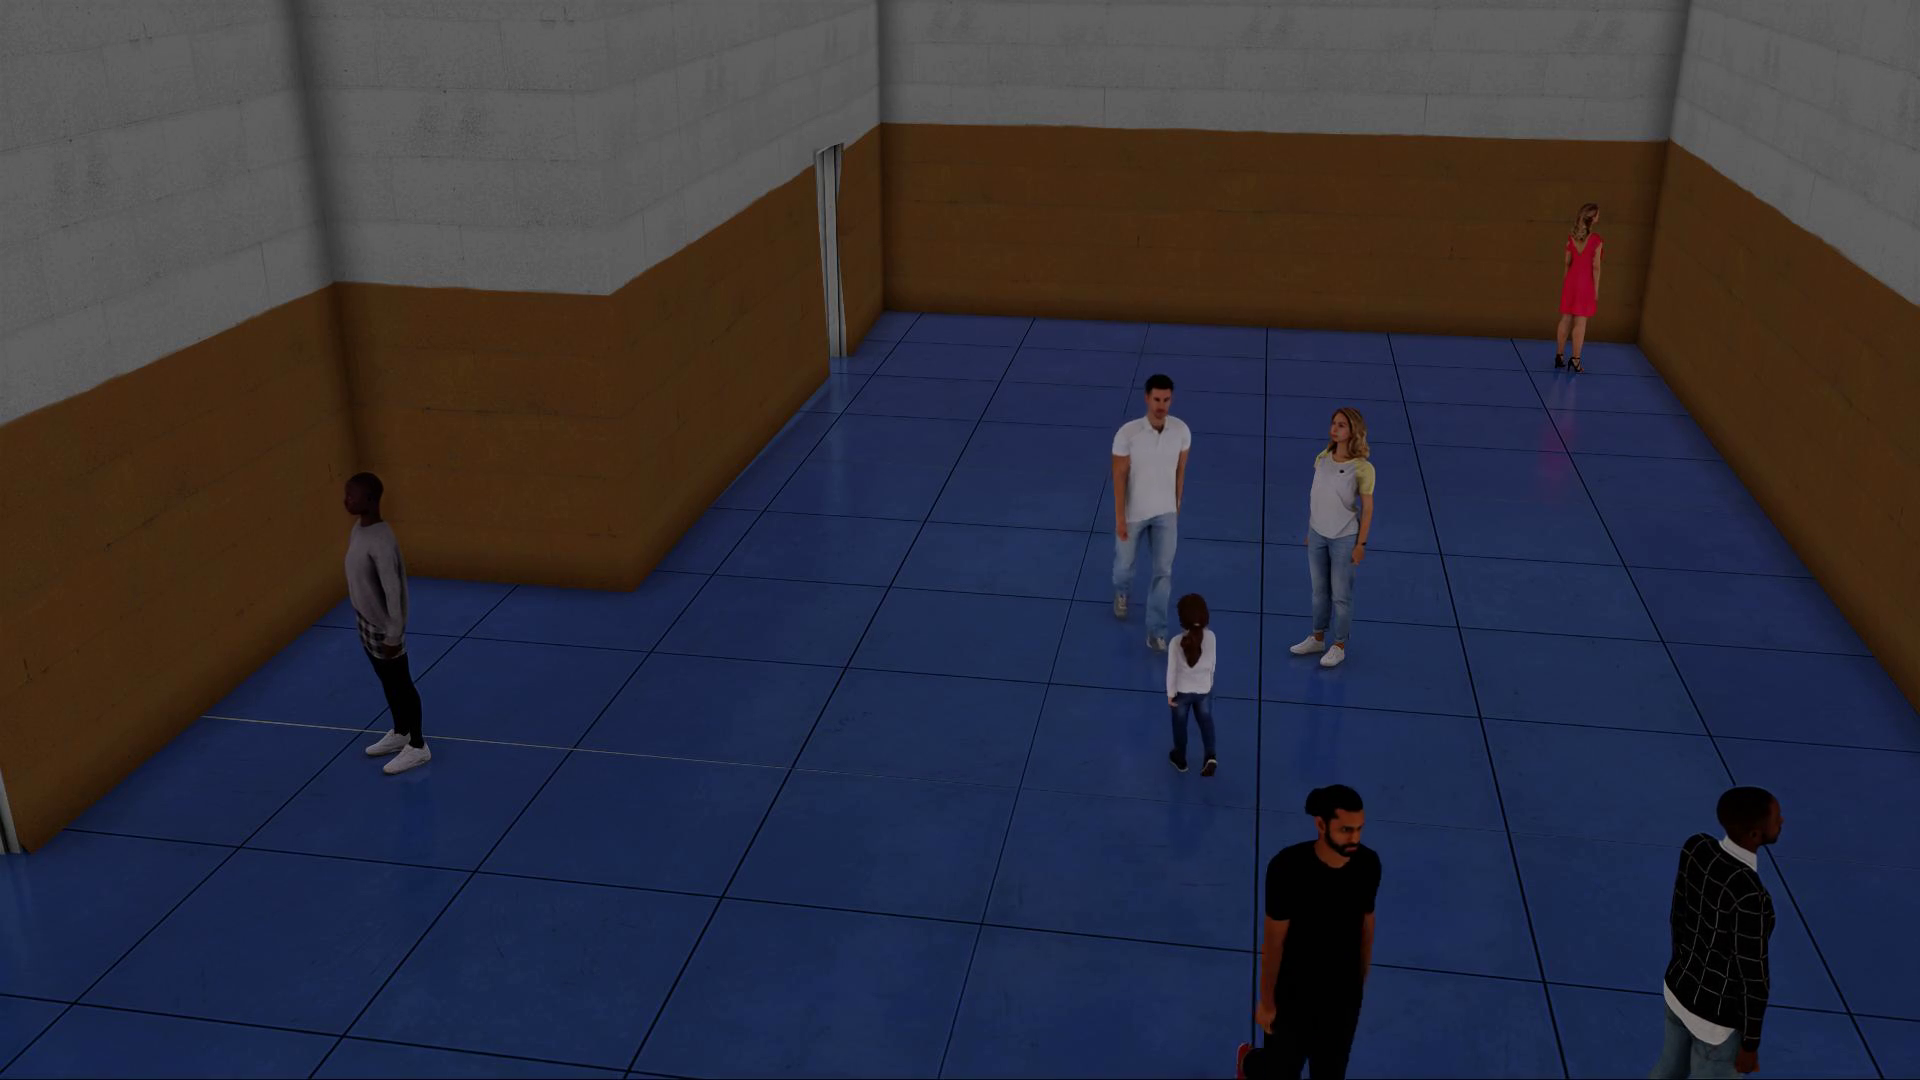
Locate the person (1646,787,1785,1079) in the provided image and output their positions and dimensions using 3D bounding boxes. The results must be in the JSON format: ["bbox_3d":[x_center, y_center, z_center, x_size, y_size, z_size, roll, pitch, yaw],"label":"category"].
[{"bbox_3d":[2.778,1.716,6.191,0.672,1.821,0.724,-3,22,-8],"label":"person"}]

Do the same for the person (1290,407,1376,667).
[{"bbox_3d":[2.409,-0.027,10.640,0.768,1.723,0.694,-17,27,-35],"label":"person"}]

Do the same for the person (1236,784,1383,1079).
[{"bbox_3d":[1.310,1.681,6.386,0.963,1.742,0.925,-6,23,-14],"label":"person"}]

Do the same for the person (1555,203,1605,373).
[{"bbox_3d":[6.343,-2.595,17.045,0.715,1.729,0.662,-13,25,-29],"label":"person"}]

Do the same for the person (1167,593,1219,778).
[{"bbox_3d":[1.322,0.831,9.352,0.666,1.107,0.638,-3,22,-9],"label":"person"}]

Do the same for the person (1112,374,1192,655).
[{"bbox_3d":[1.216,-0.223,11.004,1.220,1.831,0.930,0,22,0],"label":"person"}]

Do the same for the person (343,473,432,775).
[{"bbox_3d":[-3.247,0.457,9.393,0.745,1.771,0.673,-16,27,-35],"label":"person"}]
